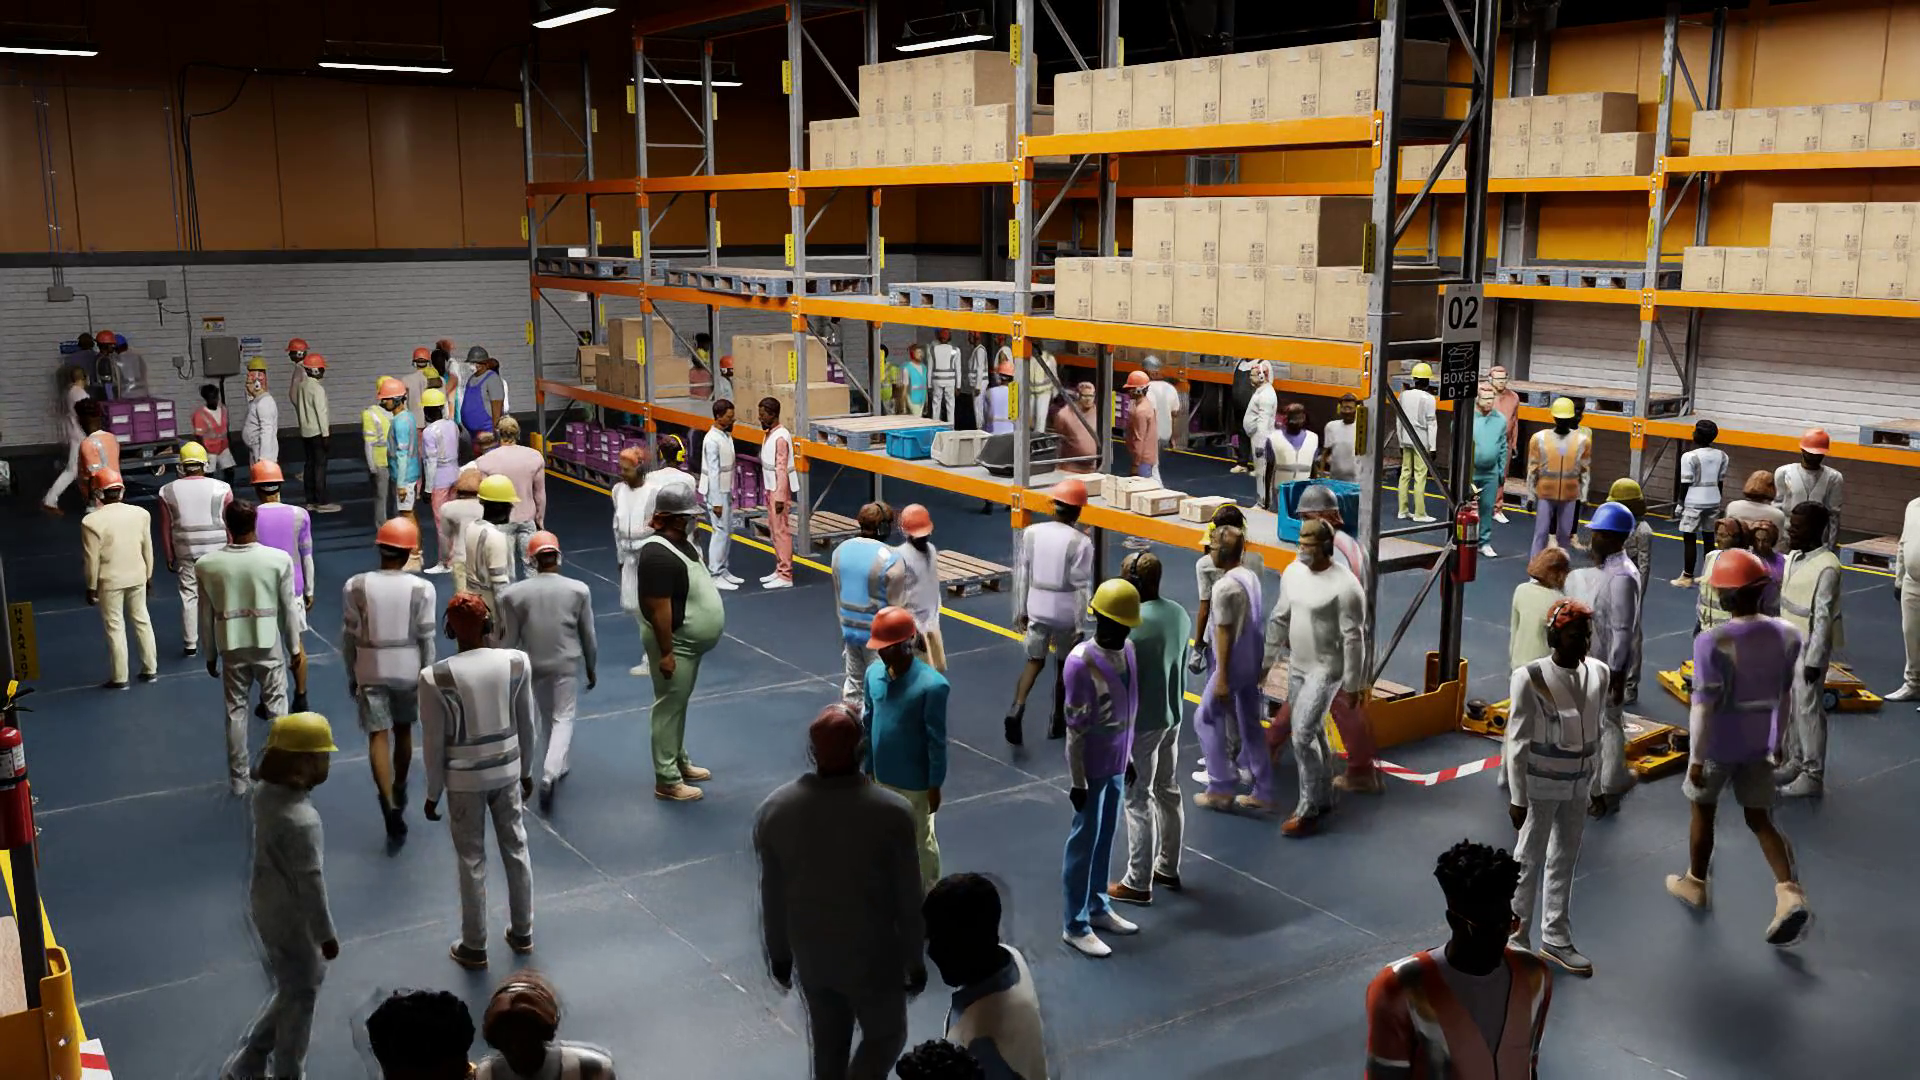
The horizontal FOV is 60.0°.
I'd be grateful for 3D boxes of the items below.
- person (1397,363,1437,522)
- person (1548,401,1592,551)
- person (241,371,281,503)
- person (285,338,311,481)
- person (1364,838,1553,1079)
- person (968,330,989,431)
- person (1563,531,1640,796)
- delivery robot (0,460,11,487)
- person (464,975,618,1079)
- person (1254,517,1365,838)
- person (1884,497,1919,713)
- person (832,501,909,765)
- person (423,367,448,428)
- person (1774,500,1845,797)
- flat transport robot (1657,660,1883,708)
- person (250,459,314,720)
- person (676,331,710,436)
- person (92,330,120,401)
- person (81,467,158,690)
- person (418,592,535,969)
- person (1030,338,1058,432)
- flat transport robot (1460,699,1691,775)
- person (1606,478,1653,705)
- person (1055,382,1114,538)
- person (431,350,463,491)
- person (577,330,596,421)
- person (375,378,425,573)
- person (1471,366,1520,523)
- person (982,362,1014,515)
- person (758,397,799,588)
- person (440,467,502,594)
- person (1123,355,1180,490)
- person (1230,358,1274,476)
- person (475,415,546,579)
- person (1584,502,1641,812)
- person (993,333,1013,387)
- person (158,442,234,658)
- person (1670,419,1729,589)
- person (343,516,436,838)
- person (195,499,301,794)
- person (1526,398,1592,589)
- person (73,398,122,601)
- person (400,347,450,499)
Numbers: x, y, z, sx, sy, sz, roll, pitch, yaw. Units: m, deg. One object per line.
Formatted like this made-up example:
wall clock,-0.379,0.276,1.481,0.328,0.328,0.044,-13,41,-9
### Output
person,5.546,-1.175,20.159,0.366,1.927,0.588,-7,13,-32
person,6.720,-0.705,18.372,0.538,1.686,0.322,-3,11,-13
person,-8.150,-1.019,19.411,0.410,1.909,0.643,-5,12,-24
person,-9.197,-1.825,23.308,0.379,1.996,0.611,-6,12,-27
person,1.438,1.804,4.810,0.604,1.966,0.367,-4,12,-20
person,0.281,-2.542,27.293,0.369,1.879,0.584,-1,11,-5
person,3.984,0.797,10.427,0.957,1.802,0.520,-9,14,-39
delivery robot,-12.779,-0.896,22.010,0.477,0.478,0.707,-6,12,-28
person,-1.212,1.985,4.804,0.534,1.610,0.695,-4,12,-20
person,2.043,0.813,10.000,0.696,1.915,0.641,-5,12,-24
person,7.288,0.340,12.502,0.400,1.895,0.652,-3,11,-16
person,-0.564,0.652,11.048,0.625,1.837,0.429,10,15,41
person,-6.892,-1.408,21.851,0.321,1.738,0.486,3,12,17
person,5.433,0.689,10.670,0.387,1.912,0.589,1,11,7
flat transport robot,6.216,1.093,12.799,1.431,0.197,0.652,1,11,5
person,-5.060,0.365,12.296,0.548,1.925,0.392,-8,14,-35
person,-4.106,-2.279,25.821,0.956,1.929,0.617,7,13,30
person,-12.434,-2.044,24.325,0.404,2.037,0.606,-7,13,-34
person,-6.614,0.298,13.066,0.342,1.748,0.572,6,13,30
person,-2.370,1.180,8.219,0.575,1.883,0.362,-8,14,-37
person,1.186,-2.276,26.128,0.643,1.780,0.991,3,12,17
flat transport robot,4.314,1.318,11.647,0.652,0.197,1.431,-9,14,-39
person,5.020,0.389,12.648,0.311,1.735,0.484,-2,11,-12
person,1.370,-0.784,18.255,0.668,1.886,0.551,-2,11,-10
person,-6.976,-1.594,22.321,0.396,1.919,0.590,10,15,43
person,-6.050,-2.494,27.096,0.421,1.856,0.548,-2,11,-10
person,-5.801,-0.660,17.254,0.405,2.035,0.606,-3,11,-13
person,6.433,-1.138,20.024,0.651,1.906,0.403,-2,11,-10
person,0.529,-1.262,20.762,0.545,1.885,0.688,3,12,17
person,-1.828,-0.479,16.662,0.410,1.908,0.598,-3,12,-17
person,-4.106,0.184,14.021,0.507,1.605,0.743,-3,11,-15
person,2.350,-1.328,20.647,0.688,2.000,1.002,-7,13,-32
person,4.124,-1.936,23.758,0.536,2.000,0.683,-8,13,-34
person,-4.007,-0.151,14.886,0.629,1.940,0.373,-8,14,-35
person,4.027,0.722,10.386,0.375,1.950,0.614,2,11,9
person,0.737,-2.569,27.543,0.388,1.837,0.564,1,11,5
person,-6.382,0.085,13.990,0.590,1.824,0.404,-4,12,-18
person,7.354,-0.354,16.541,0.539,1.700,0.317,-4,12,-18
person,-3.421,0.820,10.029,0.555,1.900,0.881,-4,12,-18
person,-4.541,0.690,10.662,0.591,1.912,0.386,-3,11,-15
person,5.924,-0.456,16.485,0.593,1.923,0.387,2,11,11
person,-8.303,-0.396,16.072,0.363,1.962,0.612,-1,11,-6
person,-7.025,-1.533,21.849,0.617,1.986,0.408,-4,12,-18
